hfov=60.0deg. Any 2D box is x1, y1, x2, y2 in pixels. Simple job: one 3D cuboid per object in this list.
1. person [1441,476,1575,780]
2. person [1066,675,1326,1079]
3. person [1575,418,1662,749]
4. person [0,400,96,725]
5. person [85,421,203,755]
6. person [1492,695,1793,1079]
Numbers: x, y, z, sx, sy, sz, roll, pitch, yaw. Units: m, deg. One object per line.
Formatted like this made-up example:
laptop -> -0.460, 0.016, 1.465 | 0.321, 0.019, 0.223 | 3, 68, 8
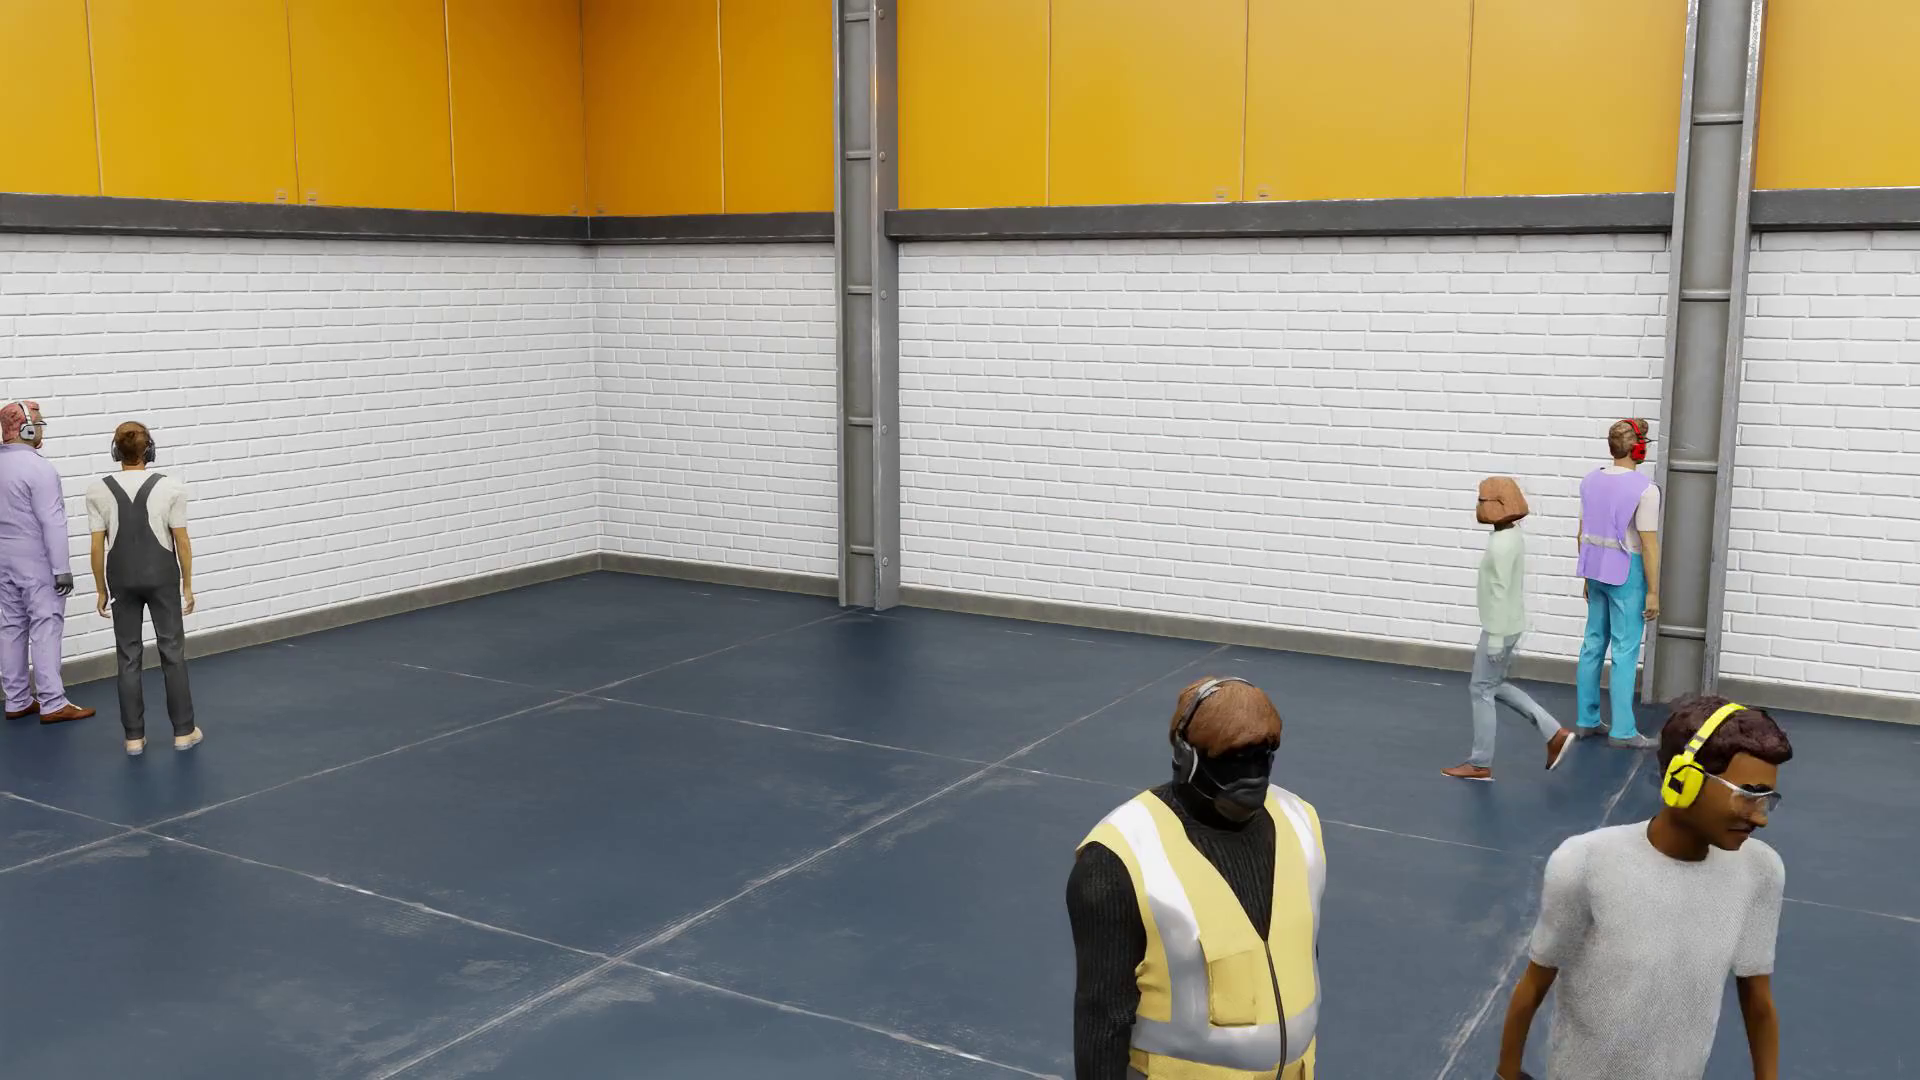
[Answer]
person -> 2.855, 0.473, 8.599 | 0.569, 1.617, 0.503 | 4, 10, 24
person -> 0.523, 1.181, 3.479 | 0.633, 1.840, 0.429 | -5, 11, -31
person -> 3.668, 0.243, 9.299 | 0.389, 1.850, 0.564 | -4, 10, -22
person -> -5.469, 0.132, 9.817 | 0.653, 1.906, 0.405 | 4, 10, 24
person -> -4.503, 0.265, 9.176 | 0.505, 1.846, 0.347 | -3, 10, -17
person -> 1.393, 1.191, 3.444 | 0.533, 1.827, 0.702 | -2, 9, -13
